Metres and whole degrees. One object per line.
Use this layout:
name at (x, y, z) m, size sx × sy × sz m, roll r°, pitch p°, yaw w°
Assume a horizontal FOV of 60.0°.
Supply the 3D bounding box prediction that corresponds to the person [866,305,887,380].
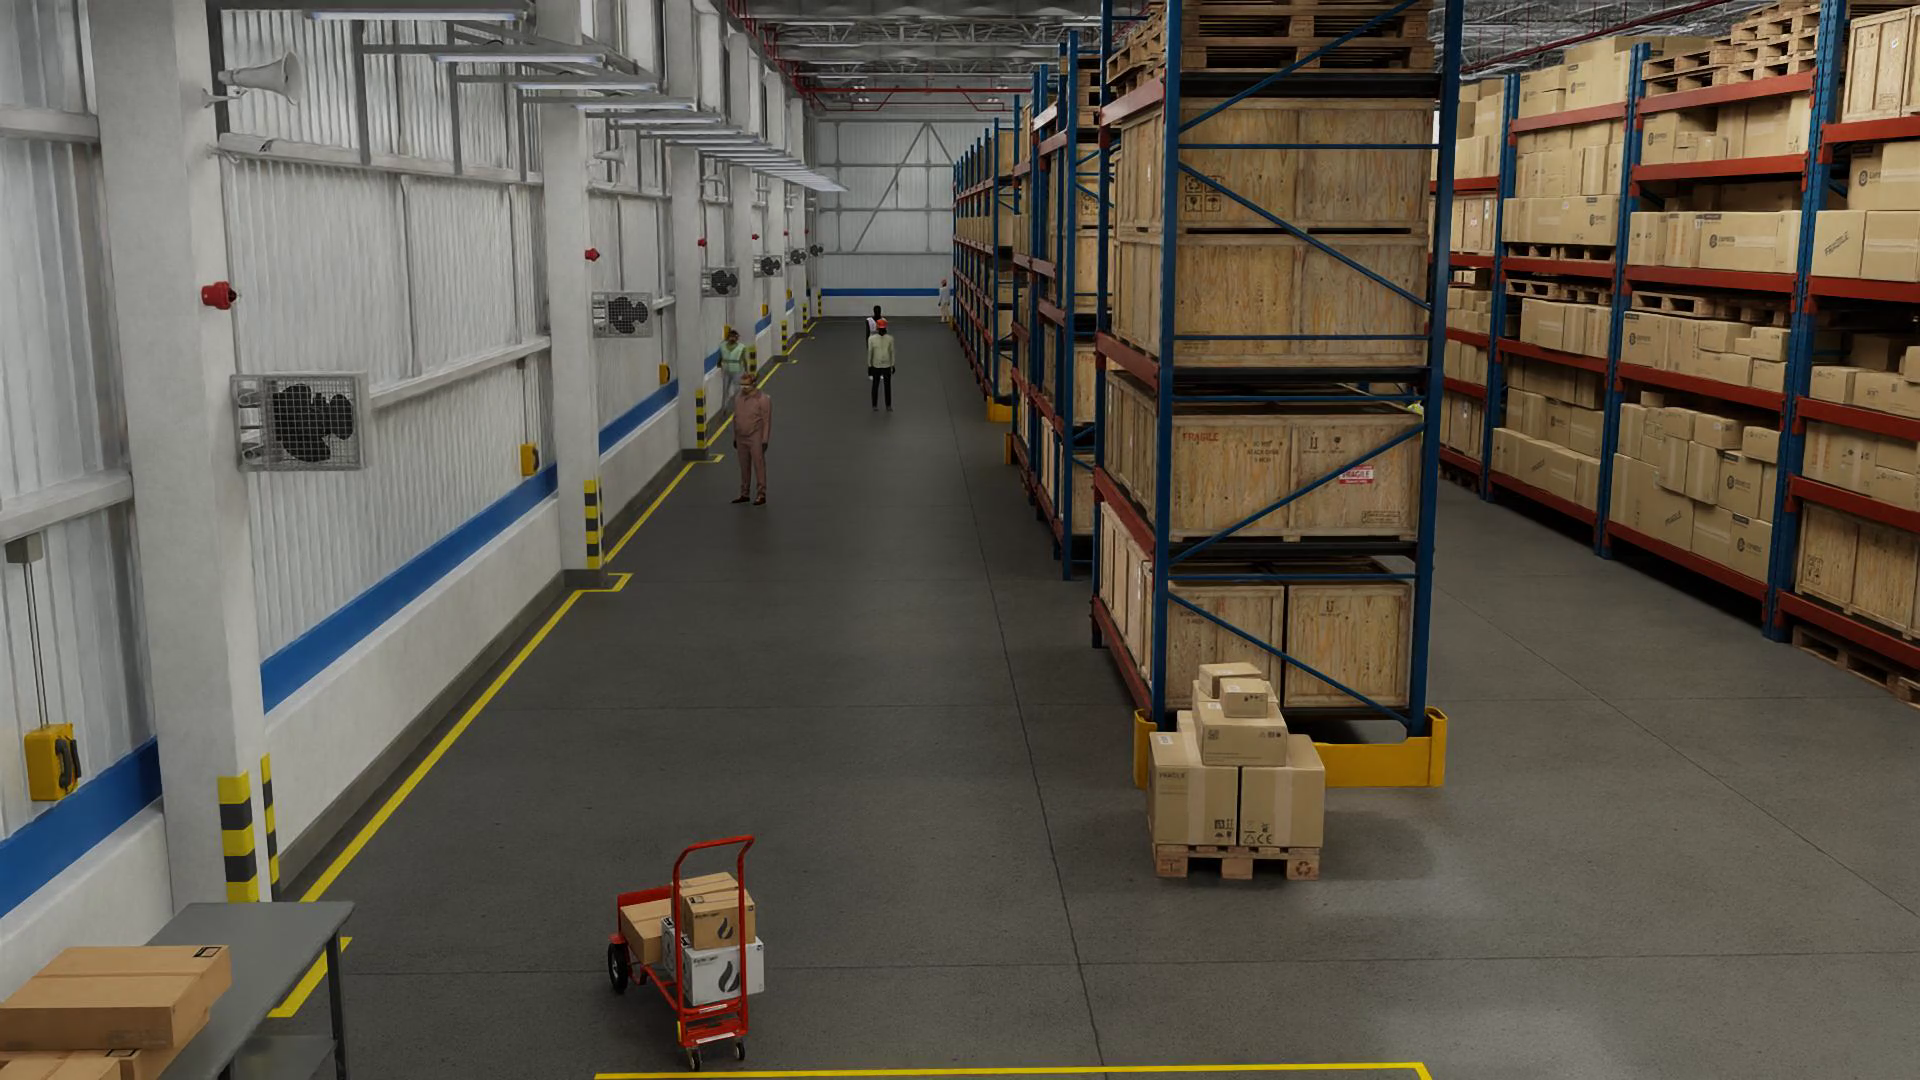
person at (-2.152, -5.086, 42.856) m, size 0.587 × 1.911 × 0.397 m, roll -6°, pitch 12°, yaw -29°

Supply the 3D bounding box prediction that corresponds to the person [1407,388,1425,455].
person at (6.782, -1.440, 24.427) m, size 0.530 × 1.697 × 0.321 m, roll 0°, pitch 11°, yaw -2°

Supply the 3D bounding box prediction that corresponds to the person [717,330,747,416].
person at (-4.773, -3.508, 34.883) m, size 0.634 × 1.824 × 0.424 m, roll 2°, pitch 11°, yaw 13°

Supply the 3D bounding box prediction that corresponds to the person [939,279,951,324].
person at (-0.632, -9.452, 65.962) m, size 0.575 × 1.749 × 0.333 m, roll -9°, pitch 14°, yaw -41°

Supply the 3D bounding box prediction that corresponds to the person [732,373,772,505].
person at (-3.028, -1.457, 23.986) m, size 0.638 × 1.903 × 0.408 m, roll 6°, pitch 13°, yaw 30°

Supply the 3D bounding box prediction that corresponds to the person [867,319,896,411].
person at (-1.682, -3.752, 35.710) m, size 0.621 × 1.986 × 0.411 m, roll -3°, pitch 11°, yaw -15°
